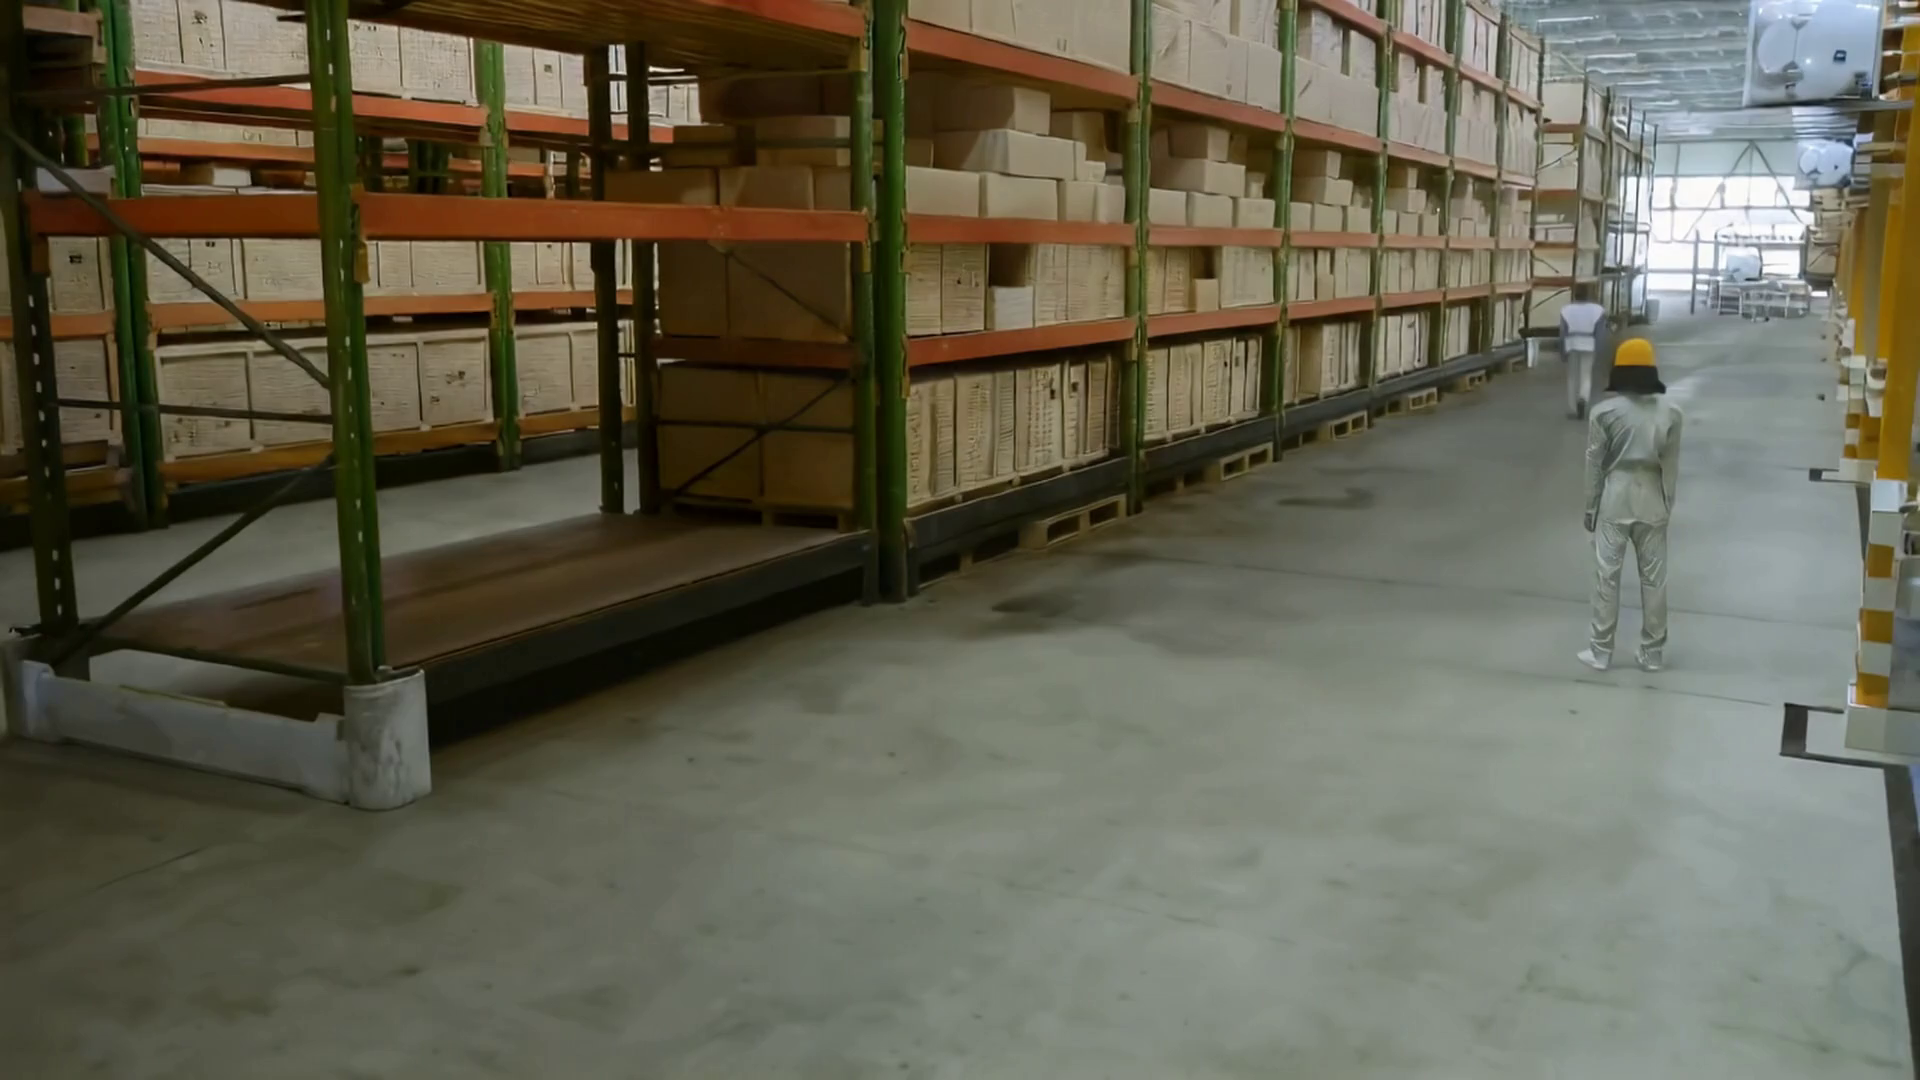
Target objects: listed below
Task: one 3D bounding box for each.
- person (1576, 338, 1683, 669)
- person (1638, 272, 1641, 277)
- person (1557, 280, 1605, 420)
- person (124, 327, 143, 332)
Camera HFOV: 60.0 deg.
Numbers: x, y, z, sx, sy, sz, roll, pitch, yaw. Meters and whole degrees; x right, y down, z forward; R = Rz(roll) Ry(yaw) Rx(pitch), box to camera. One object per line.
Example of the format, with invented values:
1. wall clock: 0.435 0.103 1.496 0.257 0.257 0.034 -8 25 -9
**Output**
1. person: 3.515 -0.187 8.751 0.483 1.735 0.340 0 10 -1
2. person: 33.276 -12.978 82.295 0.629 1.898 0.904 -9 13 -42
3. person: 8.030 -2.448 21.549 0.582 1.830 0.574 4 11 21
4. person: -8.165 -1.490 16.563 0.514 1.640 0.310 5 11 28
